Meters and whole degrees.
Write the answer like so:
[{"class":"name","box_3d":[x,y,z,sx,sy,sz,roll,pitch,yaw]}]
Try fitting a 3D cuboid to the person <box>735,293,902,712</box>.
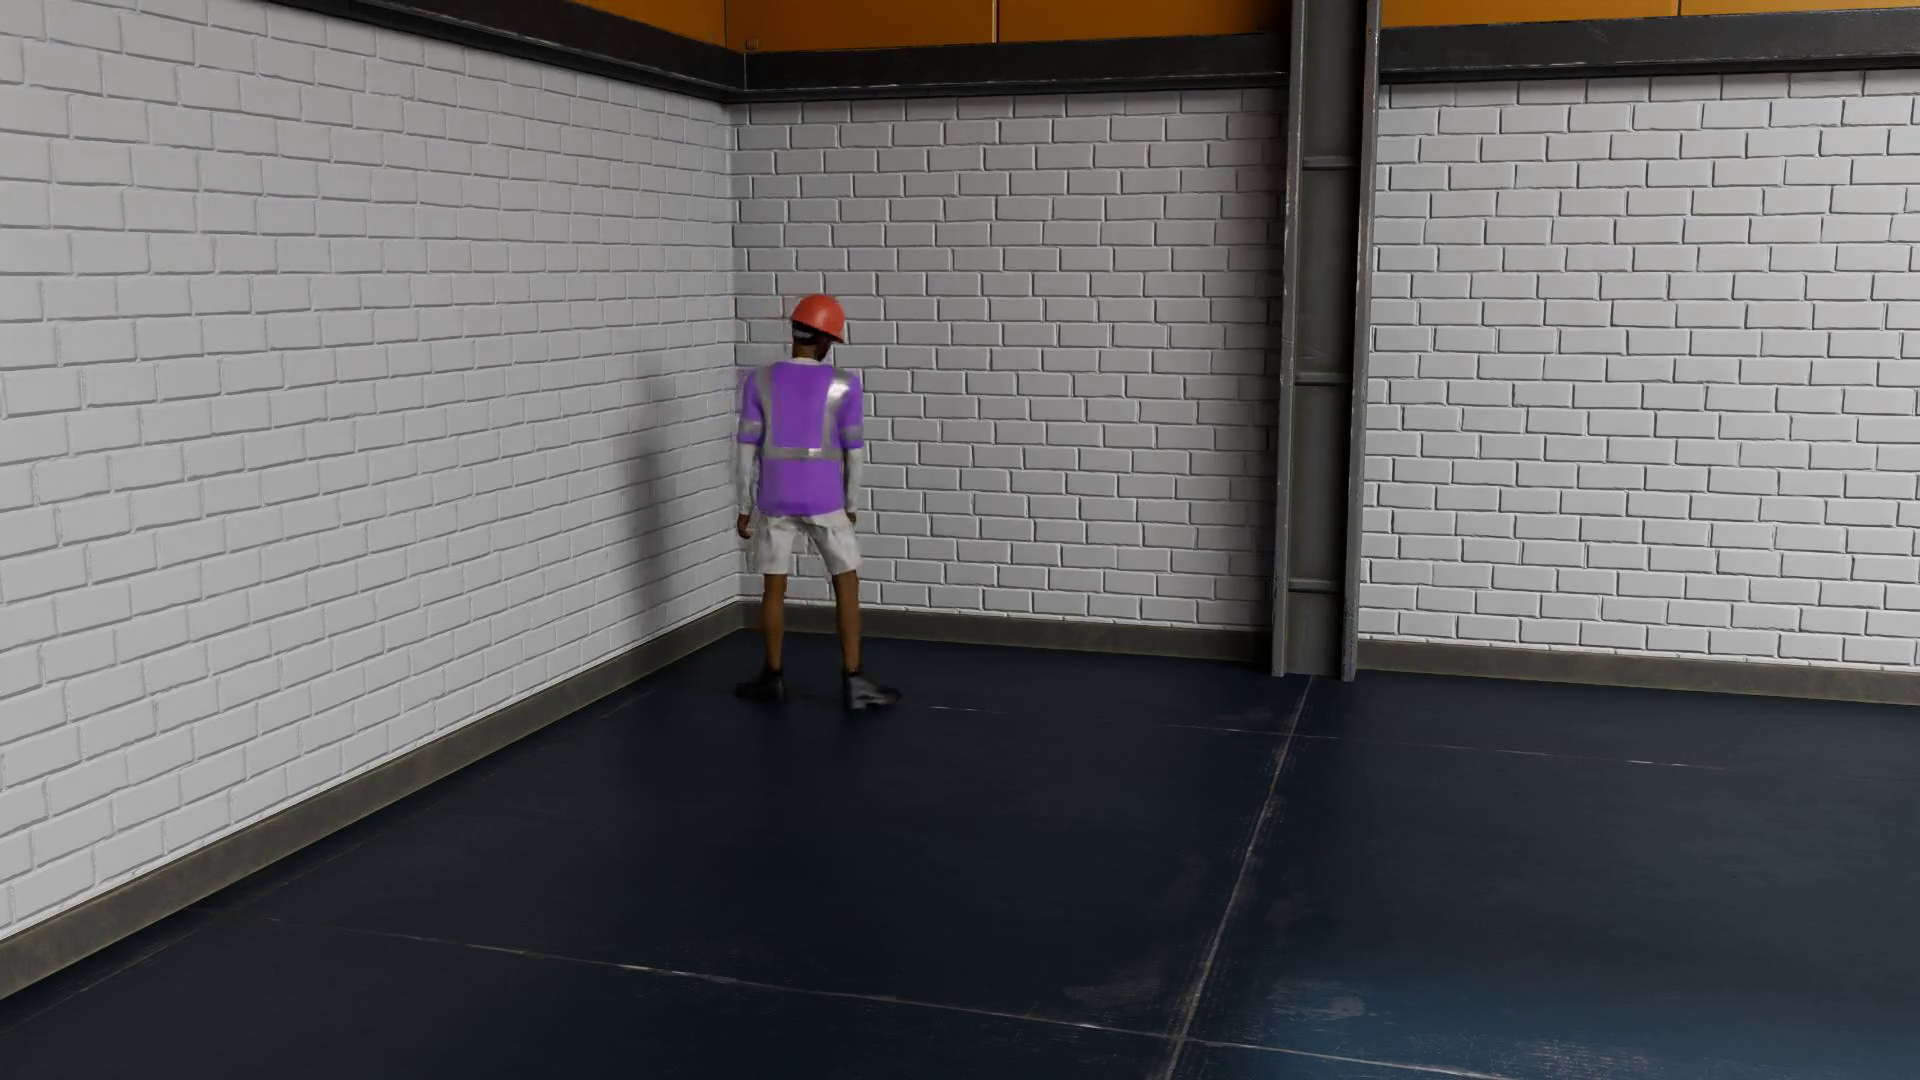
[{"class":"person","box_3d":[-0.681,-0.167,7.635,0.860,1.903,0.460,1,9,4]}]
